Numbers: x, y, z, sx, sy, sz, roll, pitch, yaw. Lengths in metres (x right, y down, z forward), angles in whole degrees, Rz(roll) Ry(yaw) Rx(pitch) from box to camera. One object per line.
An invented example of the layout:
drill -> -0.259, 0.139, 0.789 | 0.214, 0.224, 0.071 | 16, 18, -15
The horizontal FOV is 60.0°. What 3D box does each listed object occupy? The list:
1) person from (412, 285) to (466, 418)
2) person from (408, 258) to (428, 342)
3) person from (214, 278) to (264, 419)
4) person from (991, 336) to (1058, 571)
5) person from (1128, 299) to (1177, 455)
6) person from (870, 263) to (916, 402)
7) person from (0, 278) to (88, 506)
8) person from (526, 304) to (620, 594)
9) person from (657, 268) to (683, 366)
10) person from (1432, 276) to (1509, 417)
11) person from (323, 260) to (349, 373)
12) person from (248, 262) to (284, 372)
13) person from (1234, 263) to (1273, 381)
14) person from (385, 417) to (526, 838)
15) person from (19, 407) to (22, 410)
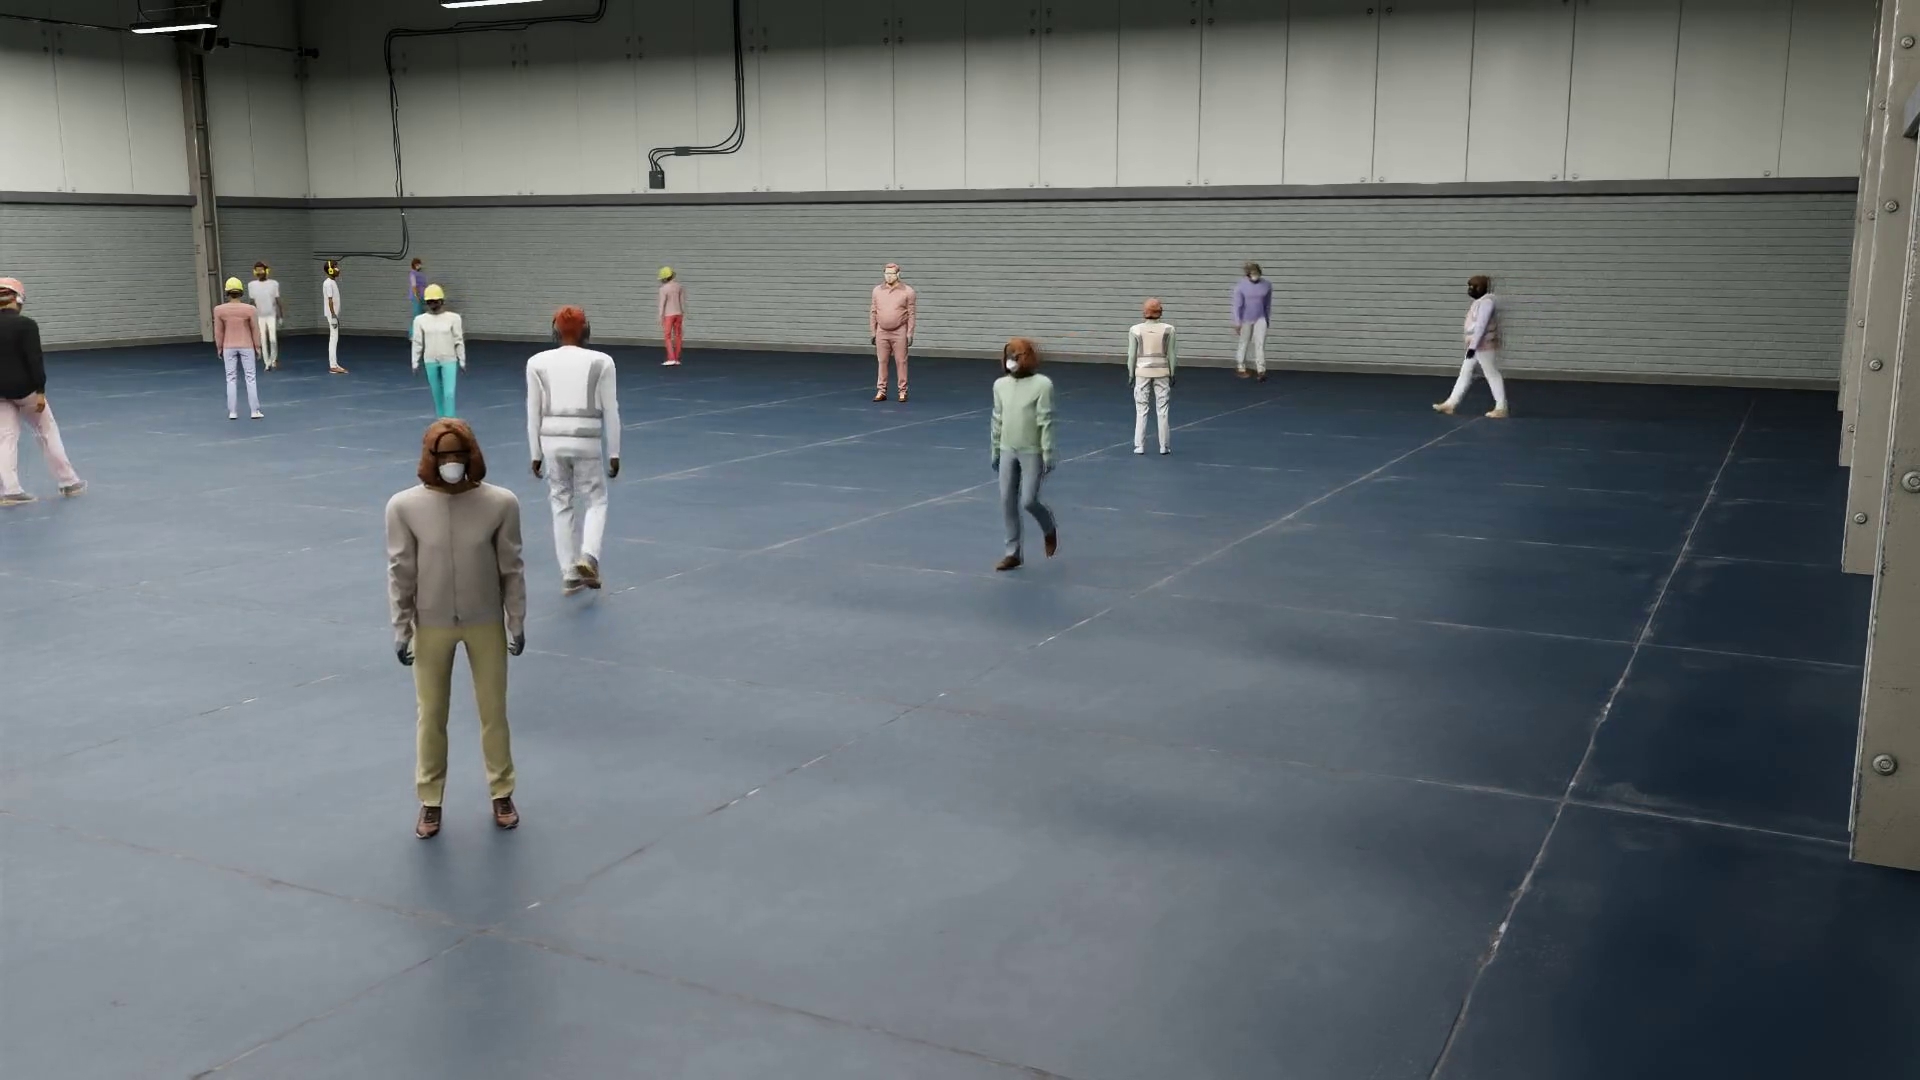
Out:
person -> -5.841, -1.964, 18.565 | 0.556, 1.732, 0.795 | -1, 10, -4
person -> -11.633, -5.129, 35.677 | 0.405, 1.802, 0.710 | 0, 10, 1
person -> -9.023, -2.389, 20.819 | 0.533, 1.769, 0.313 | -2, 11, -13
person -> 0.449, -0.598, 11.457 | 0.514, 1.615, 0.459 | 8, 13, 36
person -> 2.014, -1.705, 17.436 | 0.513, 1.640, 0.309 | 1, 10, 5
person -> -0.942, -2.856, 22.987 | 0.641, 1.908, 0.408 | 2, 11, 13
person -> -8.111, -1.294, 14.415 | 0.650, 1.922, 0.901 | 2, 11, 10
person -> -2.472, -0.567, 10.633 | 0.586, 1.865, 0.530 | -1, 10, -5
person -> -5.071, -3.912, 29.243 | 0.348, 1.728, 0.620 | 7, 12, 33
person -> 6.541, -2.433, 21.031 | 0.950, 1.790, 0.629 | 1, 10, 4
person -> -10.483, -3.739, 27.889 | 0.329, 1.877, 0.507 | -4, 11, -19
person -> -11.702, -3.741, 27.982 | 0.540, 1.844, 0.593 | -2, 11, -12
person -> 4.663, -3.466, 26.460 | 0.658, 1.855, 1.056 | -1, 10, -6
person -> -1.914, 0.335, 6.367 | 0.501, 1.625, 0.304 | -3, 11, -18
person -> -12.492, -2.504, 21.616 | 0.496, 1.708, 0.864 | 1, 10, 3
